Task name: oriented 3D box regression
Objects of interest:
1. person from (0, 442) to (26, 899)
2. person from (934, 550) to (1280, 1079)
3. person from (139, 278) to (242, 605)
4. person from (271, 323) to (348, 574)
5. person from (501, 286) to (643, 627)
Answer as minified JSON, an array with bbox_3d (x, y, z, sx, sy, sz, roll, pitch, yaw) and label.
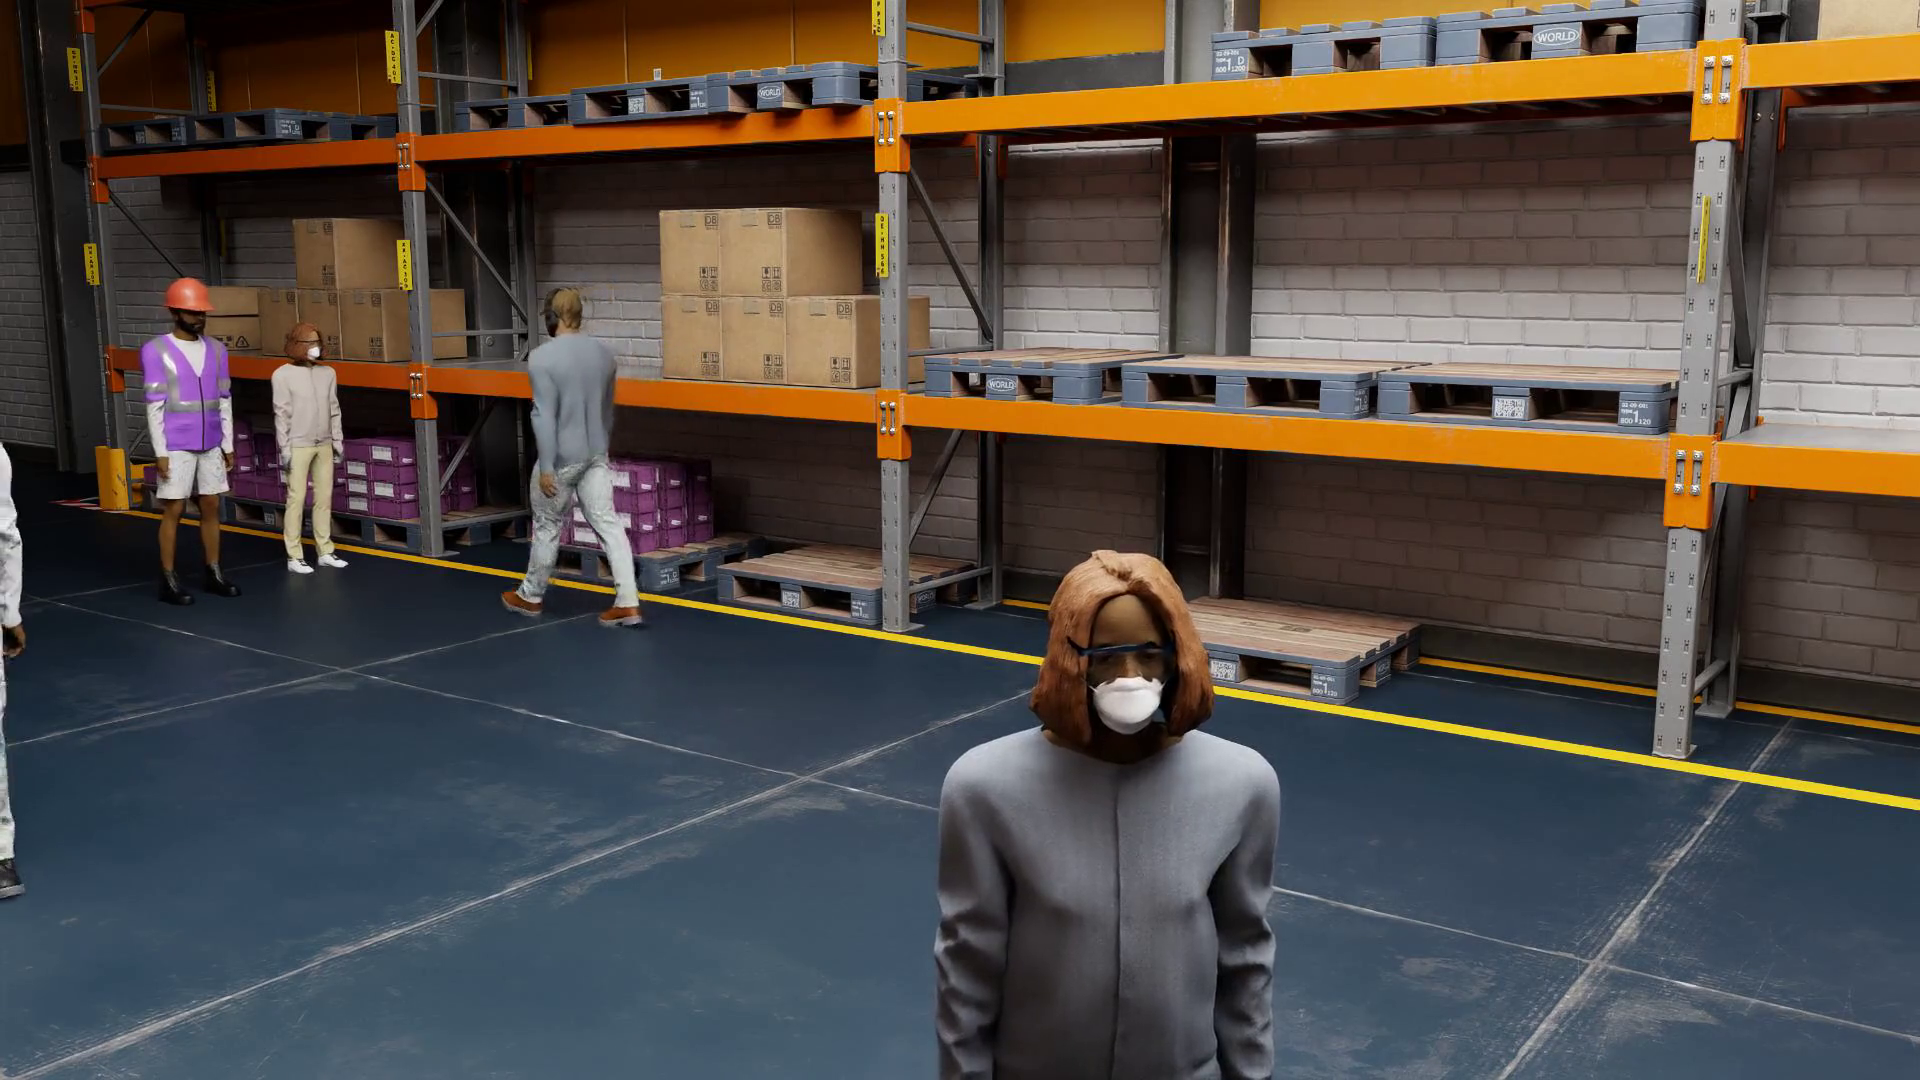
[{"bbox_3d":[-3.381,0.228,5.432,0.602,1.795,0.930,-9,13,-42],"label":"person"},{"bbox_3d":[0.211,0.817,2.382,0.498,1.634,0.284,-1,10,-8],"label":"person"},{"bbox_3d":[-4.524,-0.577,9.840,0.416,1.926,0.547,6,11,33],"label":"person"},{"bbox_3d":[-4.239,-0.598,10.840,0.281,1.626,0.495,5,11,28],"label":"person"},{"bbox_3d":[-2.154,-0.459,9.250,1.045,1.884,0.653,7,12,35],"label":"person"}]
